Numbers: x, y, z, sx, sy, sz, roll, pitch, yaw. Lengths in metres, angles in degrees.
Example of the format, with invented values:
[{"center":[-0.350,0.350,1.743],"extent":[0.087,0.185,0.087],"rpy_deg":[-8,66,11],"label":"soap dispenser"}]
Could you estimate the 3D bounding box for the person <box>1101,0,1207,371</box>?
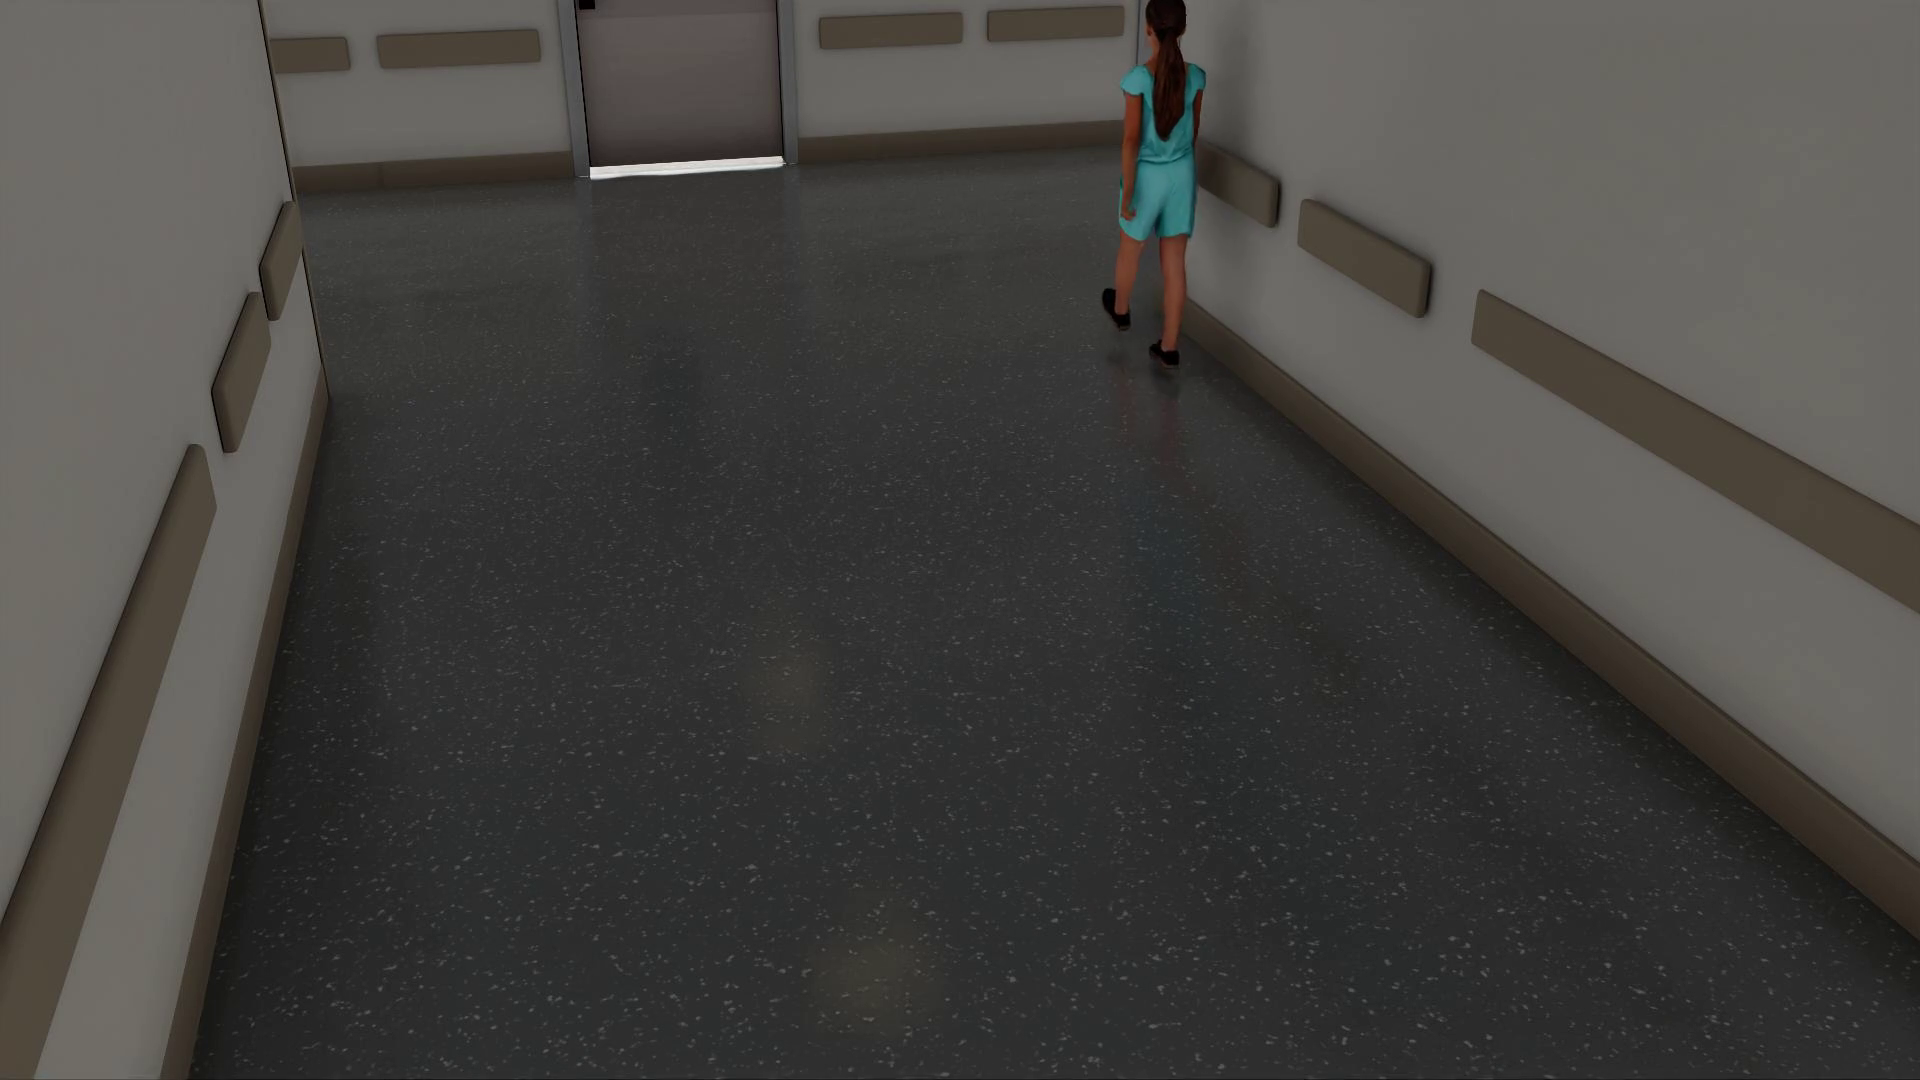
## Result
[{"center":[0.875,-1.468,7.015],"extent":[0.971,1.514,0.654],"rpy_deg":[-5,26,-10],"label":"person"}]
